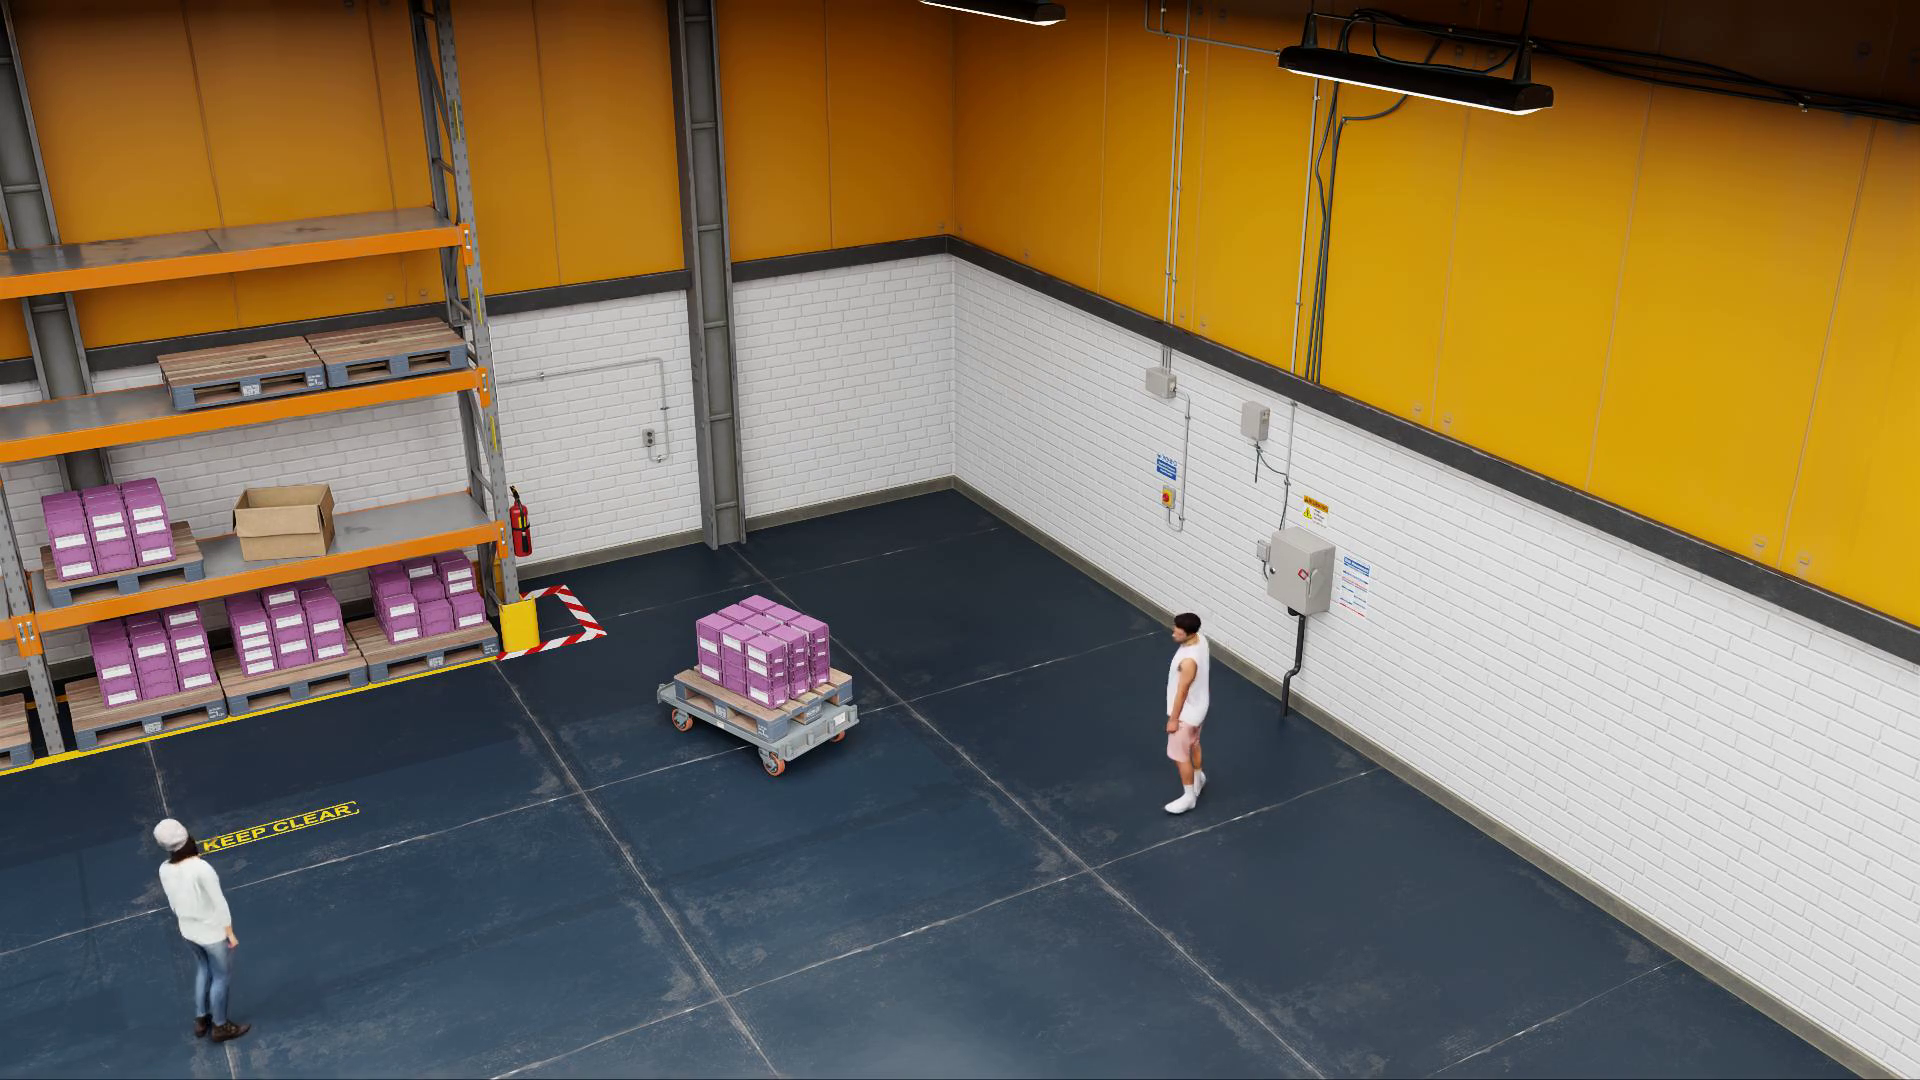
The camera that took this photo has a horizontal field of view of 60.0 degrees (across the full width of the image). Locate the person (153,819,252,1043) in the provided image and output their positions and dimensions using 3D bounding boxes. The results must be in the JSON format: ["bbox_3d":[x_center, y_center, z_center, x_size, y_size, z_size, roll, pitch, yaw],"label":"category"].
[{"bbox_3d":[-4.814,2.493,10.648,0.672,1.633,0.695,18,29,35],"label":"person"}]

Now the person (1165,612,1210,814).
[{"bbox_3d":[1.839,1.319,13.174,0.920,1.762,0.794,14,27,29],"label":"person"}]
